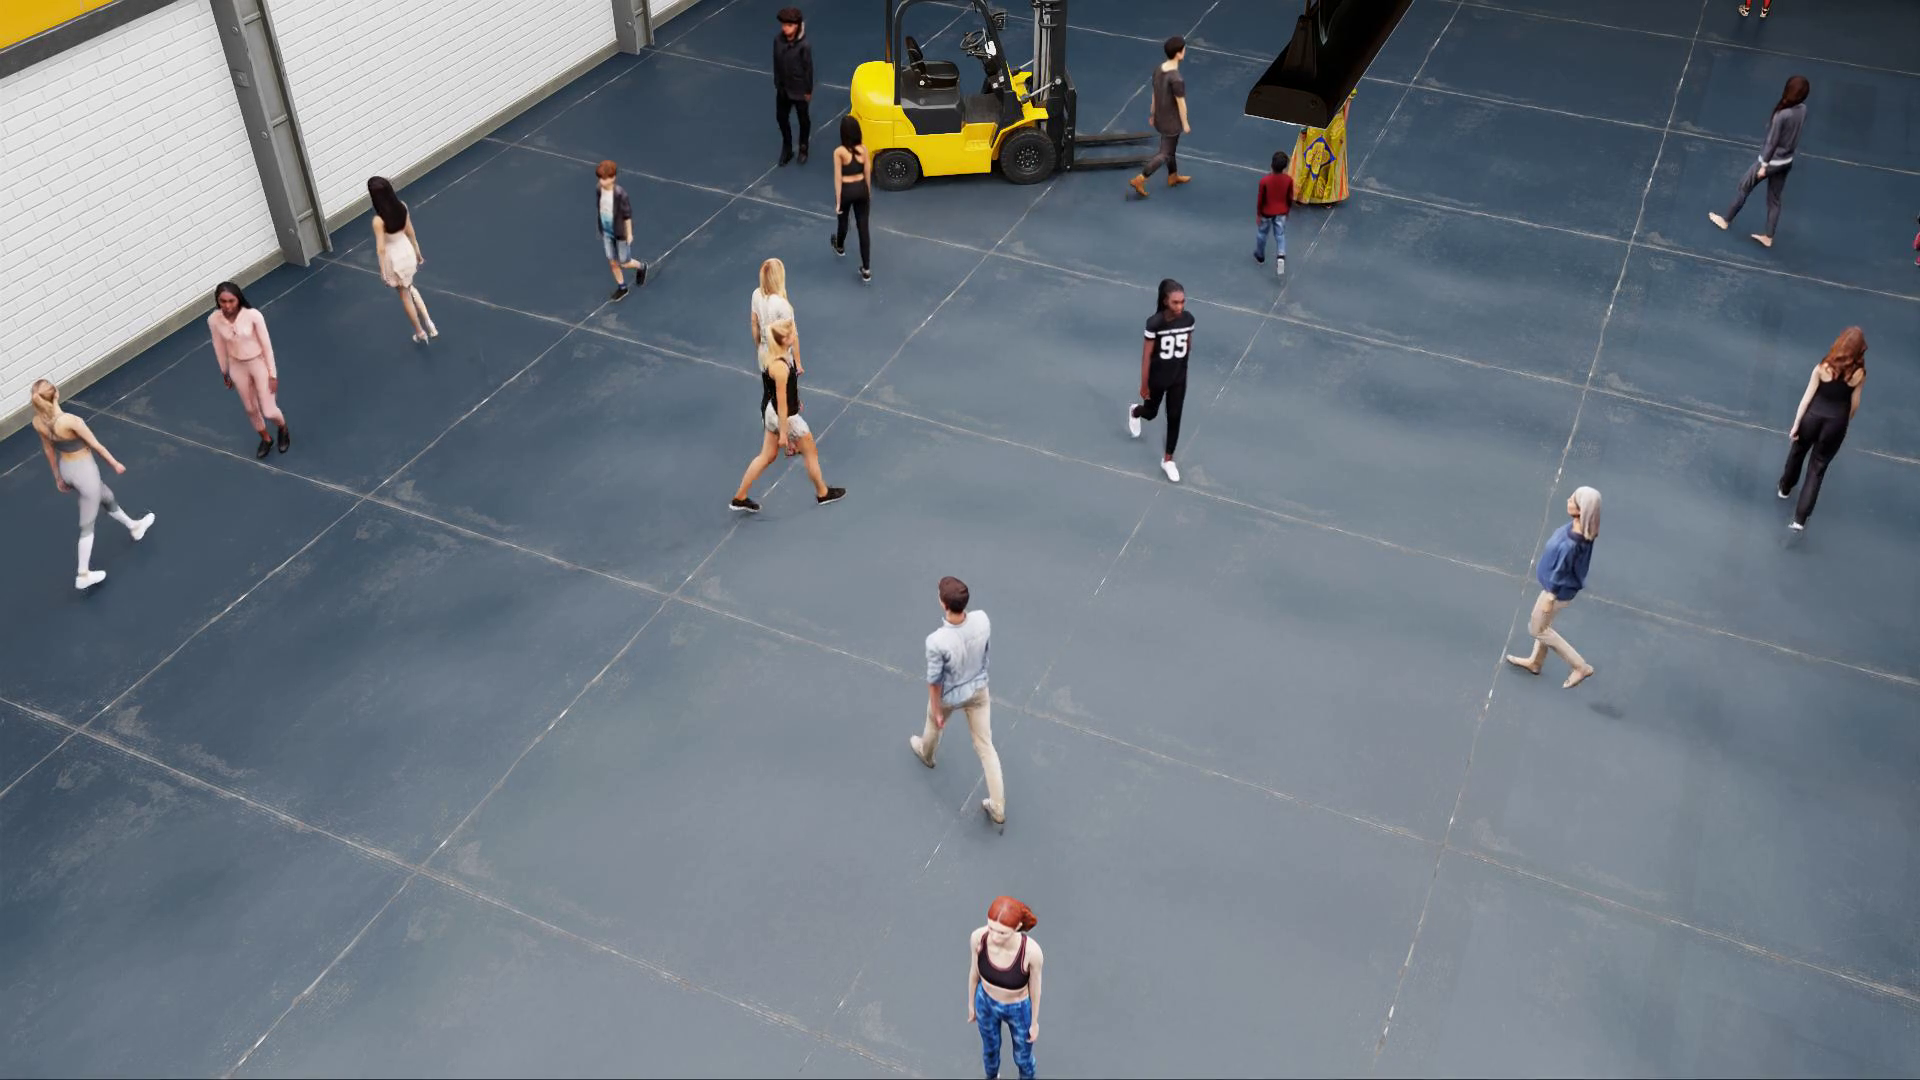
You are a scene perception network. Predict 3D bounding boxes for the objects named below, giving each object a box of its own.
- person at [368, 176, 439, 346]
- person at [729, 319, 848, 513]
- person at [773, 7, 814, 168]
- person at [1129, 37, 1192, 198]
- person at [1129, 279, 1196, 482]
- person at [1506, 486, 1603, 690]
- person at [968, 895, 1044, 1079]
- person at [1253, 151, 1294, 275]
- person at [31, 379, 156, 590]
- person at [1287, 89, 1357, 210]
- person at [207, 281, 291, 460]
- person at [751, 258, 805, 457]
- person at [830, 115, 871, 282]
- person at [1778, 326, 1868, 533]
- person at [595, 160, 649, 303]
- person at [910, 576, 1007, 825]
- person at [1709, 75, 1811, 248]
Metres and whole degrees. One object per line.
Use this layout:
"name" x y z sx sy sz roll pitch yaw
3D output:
"person" -5.029 -2.496 15.142 0.688 1.727 0.624 20 43 23
"person" -1.487 -0.951 13.148 1.235 1.801 1.147 -14 41 -17
"person" -1.803 -5.015 18.267 0.687 1.764 0.723 10 40 13
"person" 2.145 -4.458 17.625 1.120 1.694 1.040 -14 41 -17
"person" 1.653 -1.377 13.756 1.027 1.709 1.113 -12 40 -14
"person" 4.261 0.371 11.596 0.752 1.682 0.824 23 44 26
"person" 0.245 2.505 8.840 0.557 1.787 0.564 15 41 17
"person" 3.117 -3.230 16.449 0.722 1.243 0.843 -5 39 -6
"person" -6.685 -0.398 12.574 0.672 1.653 1.194 11 40 13
"person" 3.819 -4.291 17.452 0.955 1.661 0.917 4 39 5
"person" -5.849 -1.430 13.827 0.756 1.702 0.786 1 39 2
"person" -1.524 -1.519 13.839 0.657 1.826 0.589 24 45 27
"person" -1.013 -3.305 16.254 1.022 1.604 1.072 -14 41 -17
"person" 6.790 -0.845 13.086 0.591 1.712 1.120 15 41 18
"person" -3.278 -3.002 16.012 0.552 1.433 0.715 19 42 22
"person" 0.063 1.045 10.648 1.245 1.801 1.207 -19 42 -22
"person" 8.256 -3.768 16.721 0.992 1.743 1.021 -17 42 -20
